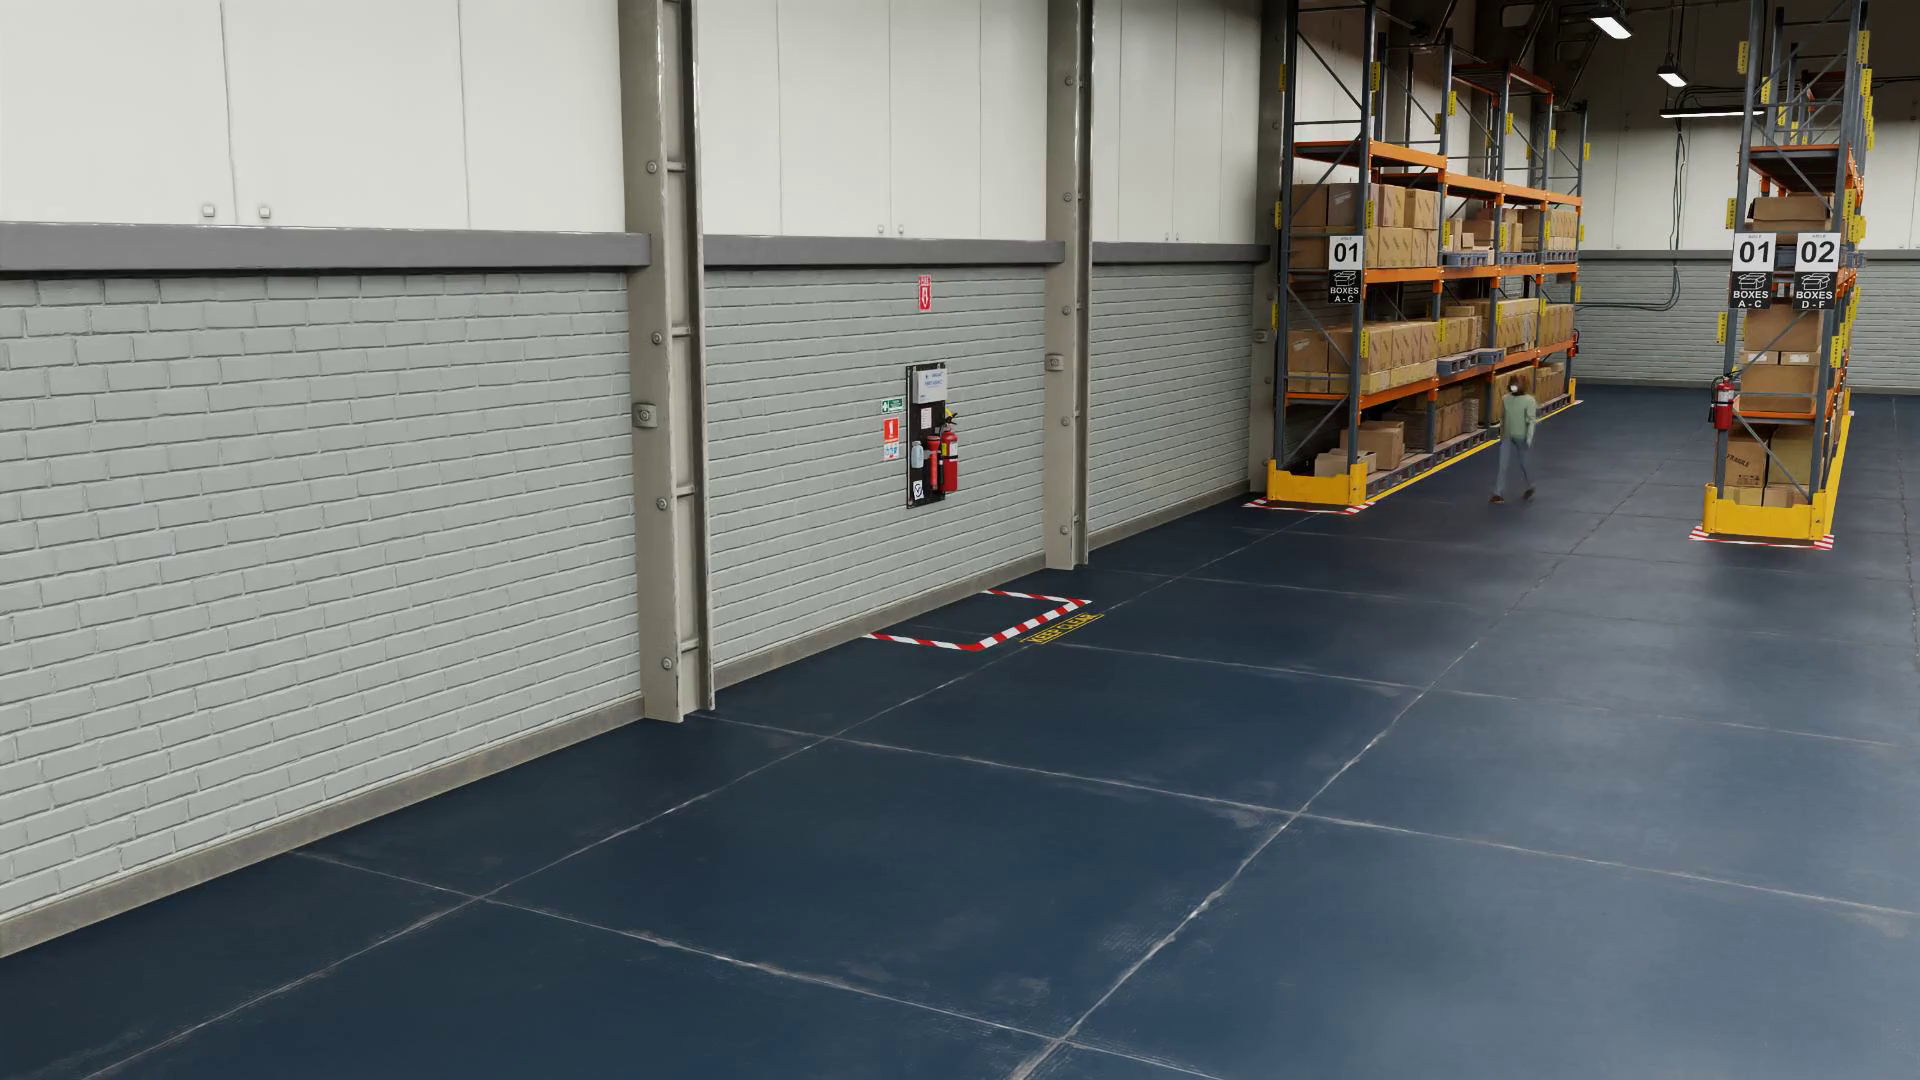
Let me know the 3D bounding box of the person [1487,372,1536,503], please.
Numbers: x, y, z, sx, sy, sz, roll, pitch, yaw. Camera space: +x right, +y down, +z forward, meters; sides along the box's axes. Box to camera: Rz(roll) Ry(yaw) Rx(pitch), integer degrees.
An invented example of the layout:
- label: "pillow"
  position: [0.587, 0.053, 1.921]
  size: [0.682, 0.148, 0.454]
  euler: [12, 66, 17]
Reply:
- label: "person"
  position: [6.801, -1.254, 20.300]
  size: [0.873, 1.587, 0.515]
  euler: [-8, 13, -40]
